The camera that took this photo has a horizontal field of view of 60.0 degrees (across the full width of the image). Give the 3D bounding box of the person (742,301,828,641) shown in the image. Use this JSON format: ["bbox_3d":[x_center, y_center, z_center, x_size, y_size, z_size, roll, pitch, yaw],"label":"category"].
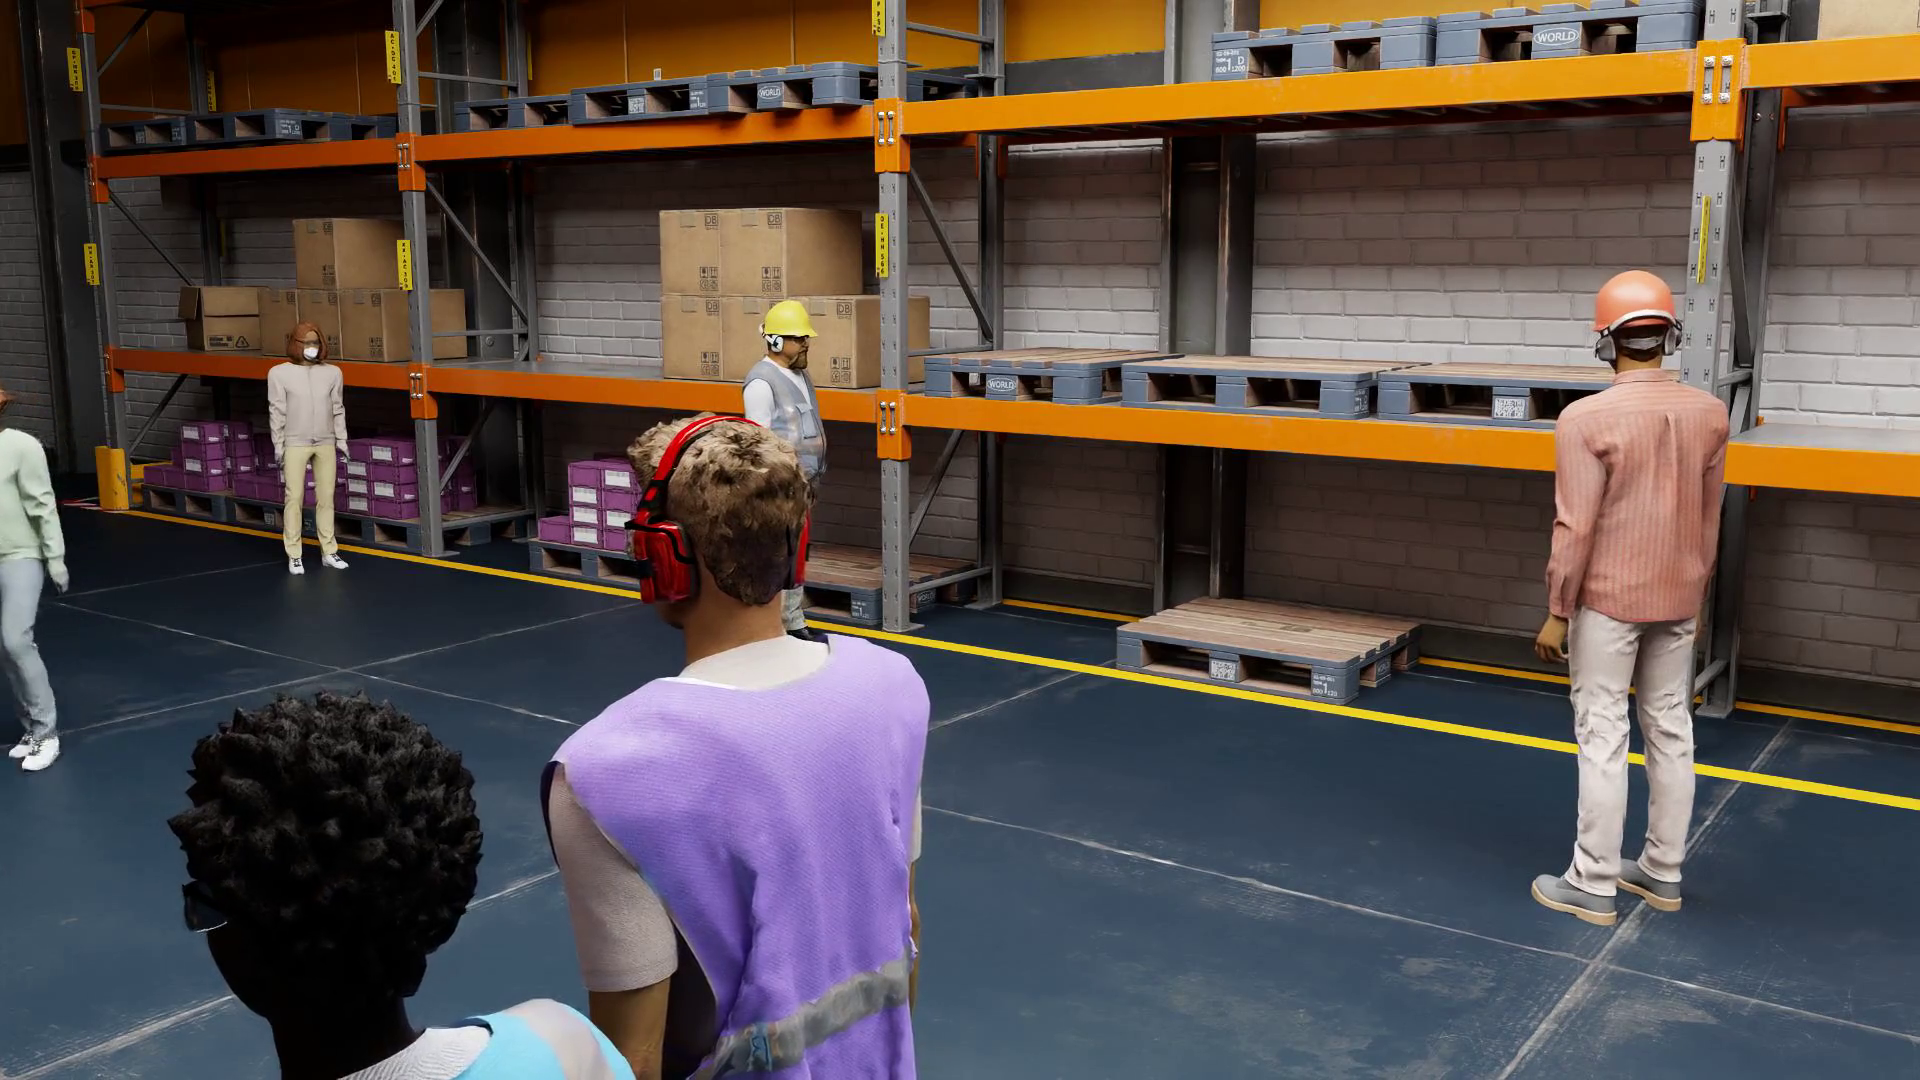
[{"bbox_3d":[-0.883,-0.307,8.525,0.403,1.825,0.587,3,10,17],"label":"person"}]

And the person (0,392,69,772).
[{"bbox_3d":[-3.864,0.121,6.645,0.524,1.602,0.564,1,10,9],"label":"person"}]

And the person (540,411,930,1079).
[{"bbox_3d":[-0.239,0.768,2.047,0.373,1.843,0.570,7,12,37],"label":"person"}]

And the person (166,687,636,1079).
[{"bbox_3d":[-0.461,0.956,1.365,0.321,1.695,0.537,5,11,29],"label":"person"}]

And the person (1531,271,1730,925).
[{"bbox_3d":[2.037,0.183,5.099,0.613,1.991,0.392,-3,10,-19],"label":"person"}]

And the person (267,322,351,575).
[{"bbox_3d":[-4.227,-0.601,10.829,0.498,1.633,0.282,-9,13,-42],"label":"person"}]
